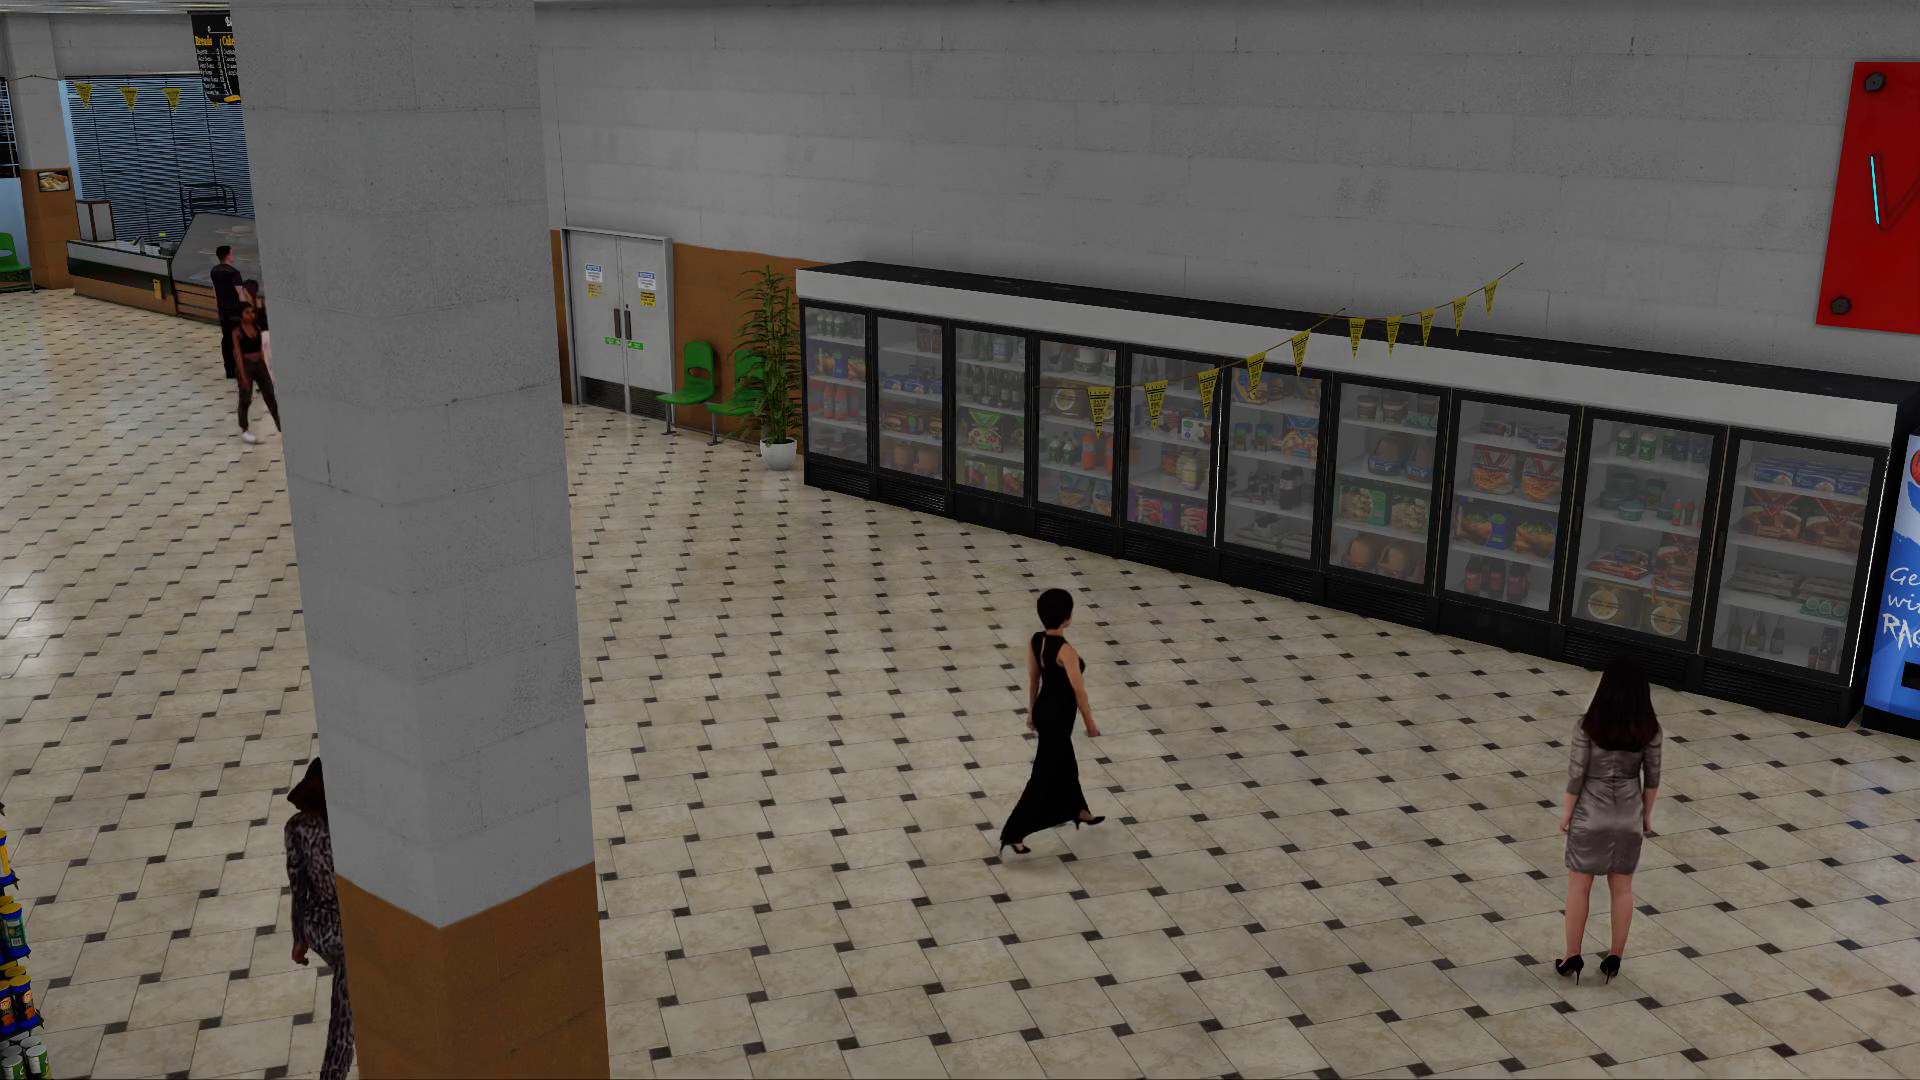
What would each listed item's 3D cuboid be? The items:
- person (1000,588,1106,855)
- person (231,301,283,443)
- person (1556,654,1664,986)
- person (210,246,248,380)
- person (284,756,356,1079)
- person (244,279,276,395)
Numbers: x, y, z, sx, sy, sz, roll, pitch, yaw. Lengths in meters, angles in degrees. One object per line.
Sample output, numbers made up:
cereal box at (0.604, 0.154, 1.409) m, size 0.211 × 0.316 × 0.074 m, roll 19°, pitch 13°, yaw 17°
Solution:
person at (0.483, 1.089, 9.591) m, size 1.096 × 1.559 × 0.830 m, roll -9°, pitch 19°, yaw -27°
person at (-8.313, -1.934, 19.366) m, size 0.750 × 1.664 × 1.047 m, roll 10°, pitch 20°, yaw 30°
person at (3.212, 1.396, 8.258) m, size 0.666 × 1.746 × 0.690 m, roll 1°, pitch 17°, yaw 4°
person at (-10.111, -3.162, 23.098) m, size 0.773 × 1.846 × 0.660 m, roll 9°, pitch 19°, yaw 27°
person at (-2.684, 1.778, 7.158) m, size 0.986 × 1.655 × 1.231 m, roll 3°, pitch 17°, yaw 9°
person at (-9.201, -2.644, 21.905) m, size 0.573 × 1.549 × 0.754 m, roll 13°, pitch 21°, yaw 37°
